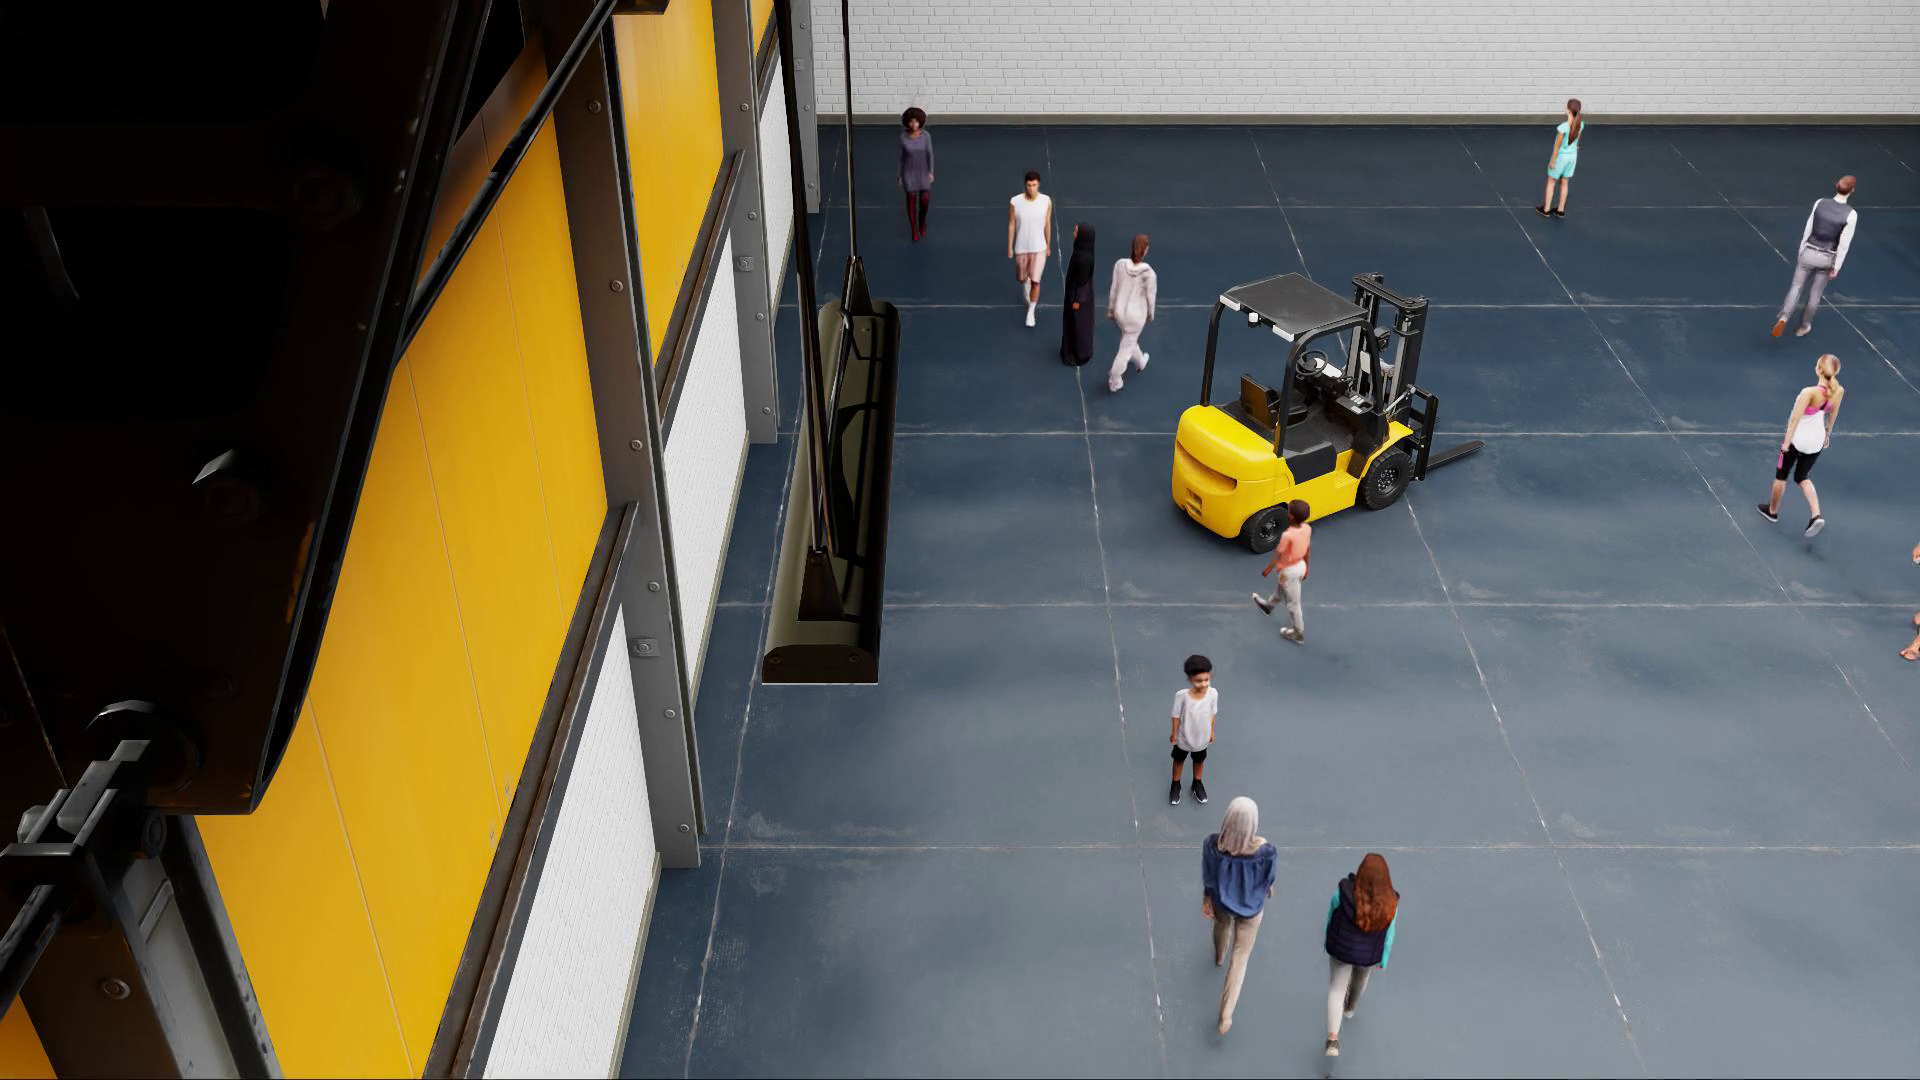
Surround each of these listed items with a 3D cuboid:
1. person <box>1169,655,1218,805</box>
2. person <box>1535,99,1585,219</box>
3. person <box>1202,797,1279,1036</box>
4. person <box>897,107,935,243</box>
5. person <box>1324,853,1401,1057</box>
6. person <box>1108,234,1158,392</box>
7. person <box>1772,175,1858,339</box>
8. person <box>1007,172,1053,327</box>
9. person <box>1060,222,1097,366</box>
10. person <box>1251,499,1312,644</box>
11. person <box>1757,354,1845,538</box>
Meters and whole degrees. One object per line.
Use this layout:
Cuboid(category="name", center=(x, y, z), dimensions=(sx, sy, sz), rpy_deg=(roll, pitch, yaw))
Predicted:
Cuboid(category="person", center=(1.711, 1.374, 12.187), dimensions=(0.499, 1.265, 0.518), rpy_deg=(-2, 34, -3))
Cuboid(category="person", center=(7.794, -4.896, 21.358), dimensions=(0.624, 1.554, 0.666), rpy_deg=(-9, 35, -13))
Cuboid(category="person", center=(1.722, 2.343, 10.372), dimensions=(0.862, 1.661, 1.189), rpy_deg=(11, 35, 16))
Cuboid(category="person", center=(-0.549, -4.582, 20.752), dimensions=(0.593, 1.703, 0.569), rpy_deg=(0, 34, 0))
Cuboid(category="person", center=(2.416, 2.556, 10.217), dimensions=(0.707, 1.478, 0.988), rpy_deg=(8, 34, 12))
Cuboid(category="person", center=(1.740, -2.325, 17.417), dimensions=(1.030, 1.635, 1.136), rpy_deg=(23, 40, 30))
Cuboid(category="person", center=(9.408, -3.083, 18.299), dimensions=(1.106, 1.921, 1.056), rpy_deg=(-27, 42, -34))
Cuboid(category="person", center=(0.804, -3.352, 18.845), dimensions=(0.704, 1.765, 1.065), rpy_deg=(2, 34, 3))
Cuboid(category="person", center=(1.303, -2.681, 17.972), dimensions=(0.678, 1.614, 0.552), rpy_deg=(4, 34, 6))
Cuboid(category="person", center=(2.803, 0.288, 13.811), dimensions=(0.814, 1.276, 0.898), rpy_deg=(-27, 42, -34))
Cuboid(category="person", center=(7.693, -0.829, 15.045), dimensions=(0.761, 1.771, 1.057), rpy_deg=(-8, 34, -11))
